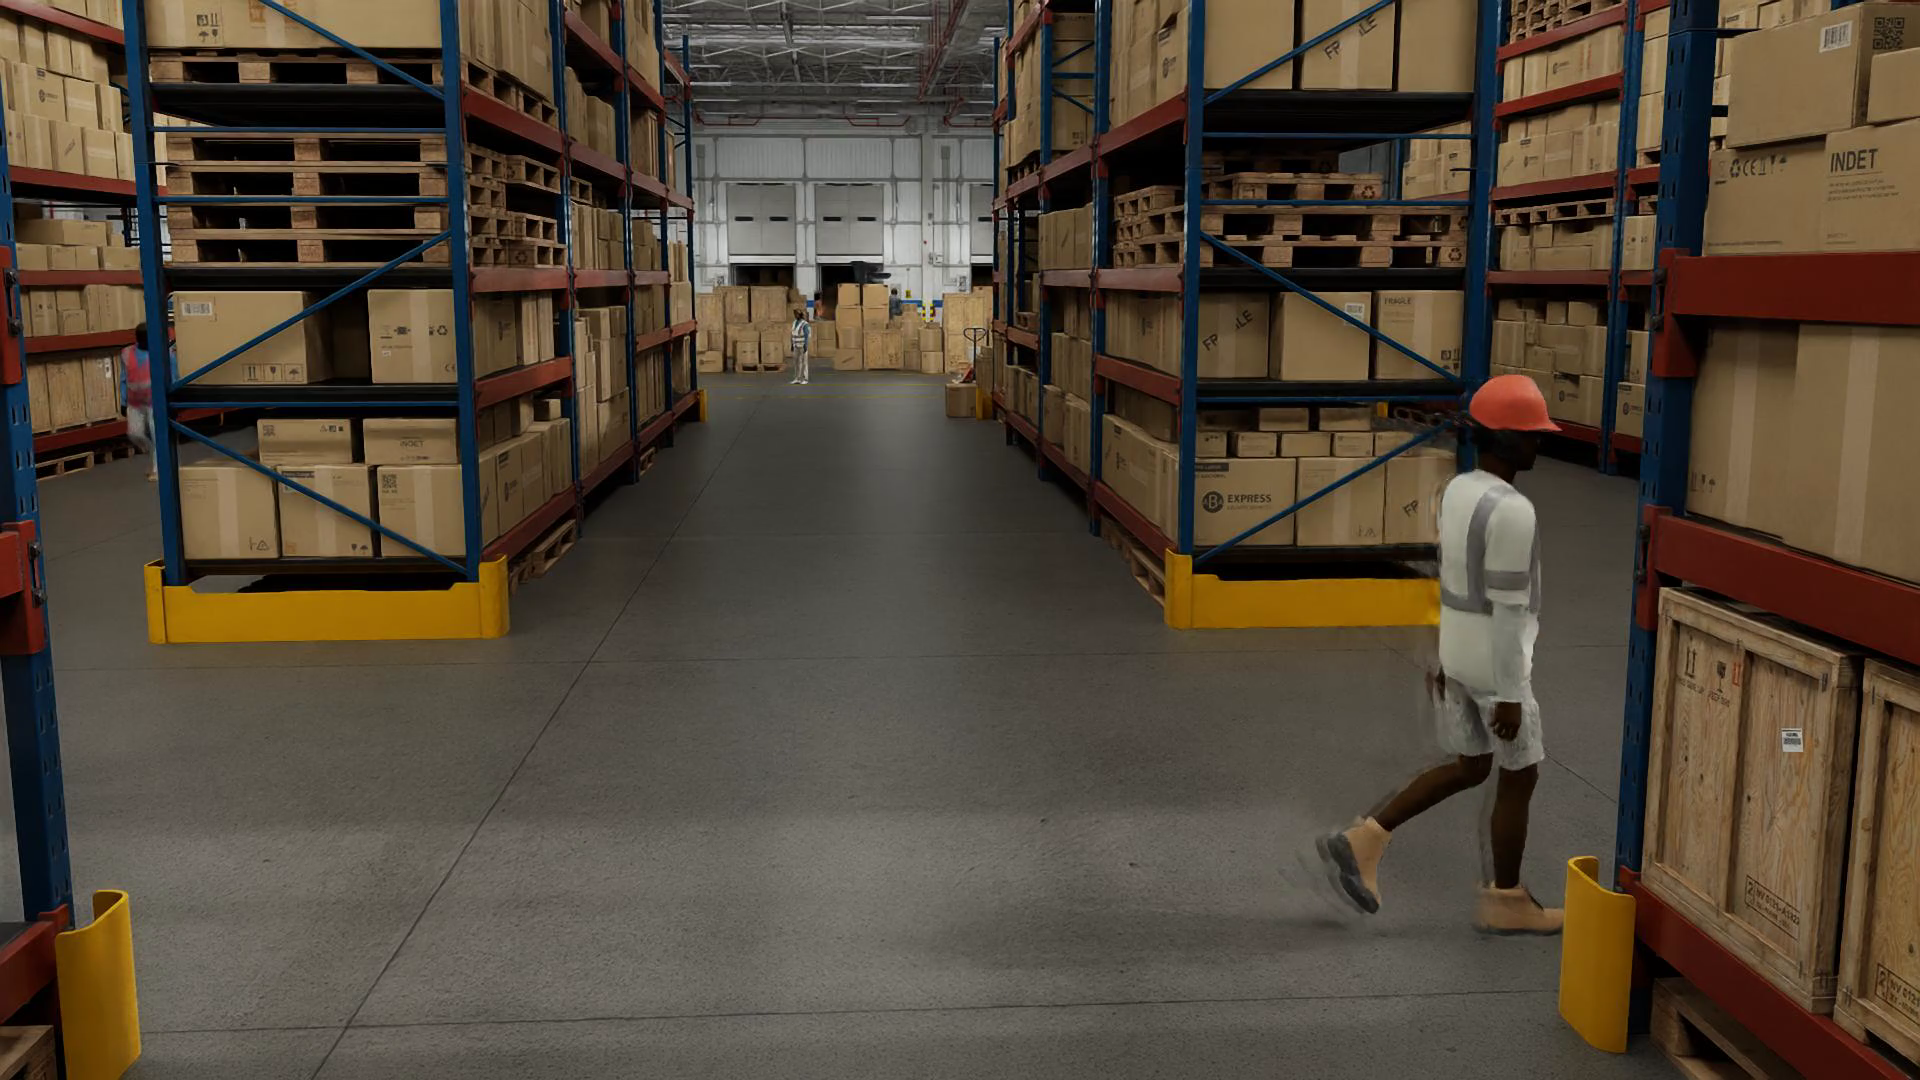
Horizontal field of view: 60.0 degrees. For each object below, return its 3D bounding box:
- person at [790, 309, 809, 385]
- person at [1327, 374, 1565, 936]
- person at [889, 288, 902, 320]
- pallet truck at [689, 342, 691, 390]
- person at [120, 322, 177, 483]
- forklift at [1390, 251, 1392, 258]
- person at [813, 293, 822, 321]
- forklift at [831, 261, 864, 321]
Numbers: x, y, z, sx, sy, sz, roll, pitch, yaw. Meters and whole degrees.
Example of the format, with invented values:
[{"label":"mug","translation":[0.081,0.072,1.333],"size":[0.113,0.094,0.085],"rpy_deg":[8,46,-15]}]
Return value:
[{"label":"person","translation":[-3.461,-4.174,35.916],"size":[0.512,1.642,0.311],"rpy_deg":[9,12,43]},{"label":"person","translation":[1.779,0.426,5.863],"size":[0.800,2.022,0.611],"rpy_deg":[-1,9,-3]},{"label":"person","translation":[-2.307,-7.805,57.833],"size":[0.638,1.928,0.373],"rpy_deg":[3,10,20]},{"label":"pallet truck","translation":[-5.225,-3.008,27.480],"size":[1.885,1.965,0.823],"rpy_deg":[2,9,14]},{"label":"person","translation":[-9.223,-1.562,18.930],"size":[0.647,1.828,0.460],"rpy_deg":[0,9,-1]},{"label":"forklift","translation":[7.786,-4.157,31.934],"size":[1.873,2.768,1.129],"rpy_deg":[-6,11,-35]},{"label":"person","translation":[-5.387,-8.503,62.949],"size":[0.395,1.680,0.544],"rpy_deg":[2,9,14]},{"label":"forklift","translation":[-3.331,-7.829,54.991],"size":[1.873,2.768,1.129],"rpy_deg":[-1,9,-4]}]
